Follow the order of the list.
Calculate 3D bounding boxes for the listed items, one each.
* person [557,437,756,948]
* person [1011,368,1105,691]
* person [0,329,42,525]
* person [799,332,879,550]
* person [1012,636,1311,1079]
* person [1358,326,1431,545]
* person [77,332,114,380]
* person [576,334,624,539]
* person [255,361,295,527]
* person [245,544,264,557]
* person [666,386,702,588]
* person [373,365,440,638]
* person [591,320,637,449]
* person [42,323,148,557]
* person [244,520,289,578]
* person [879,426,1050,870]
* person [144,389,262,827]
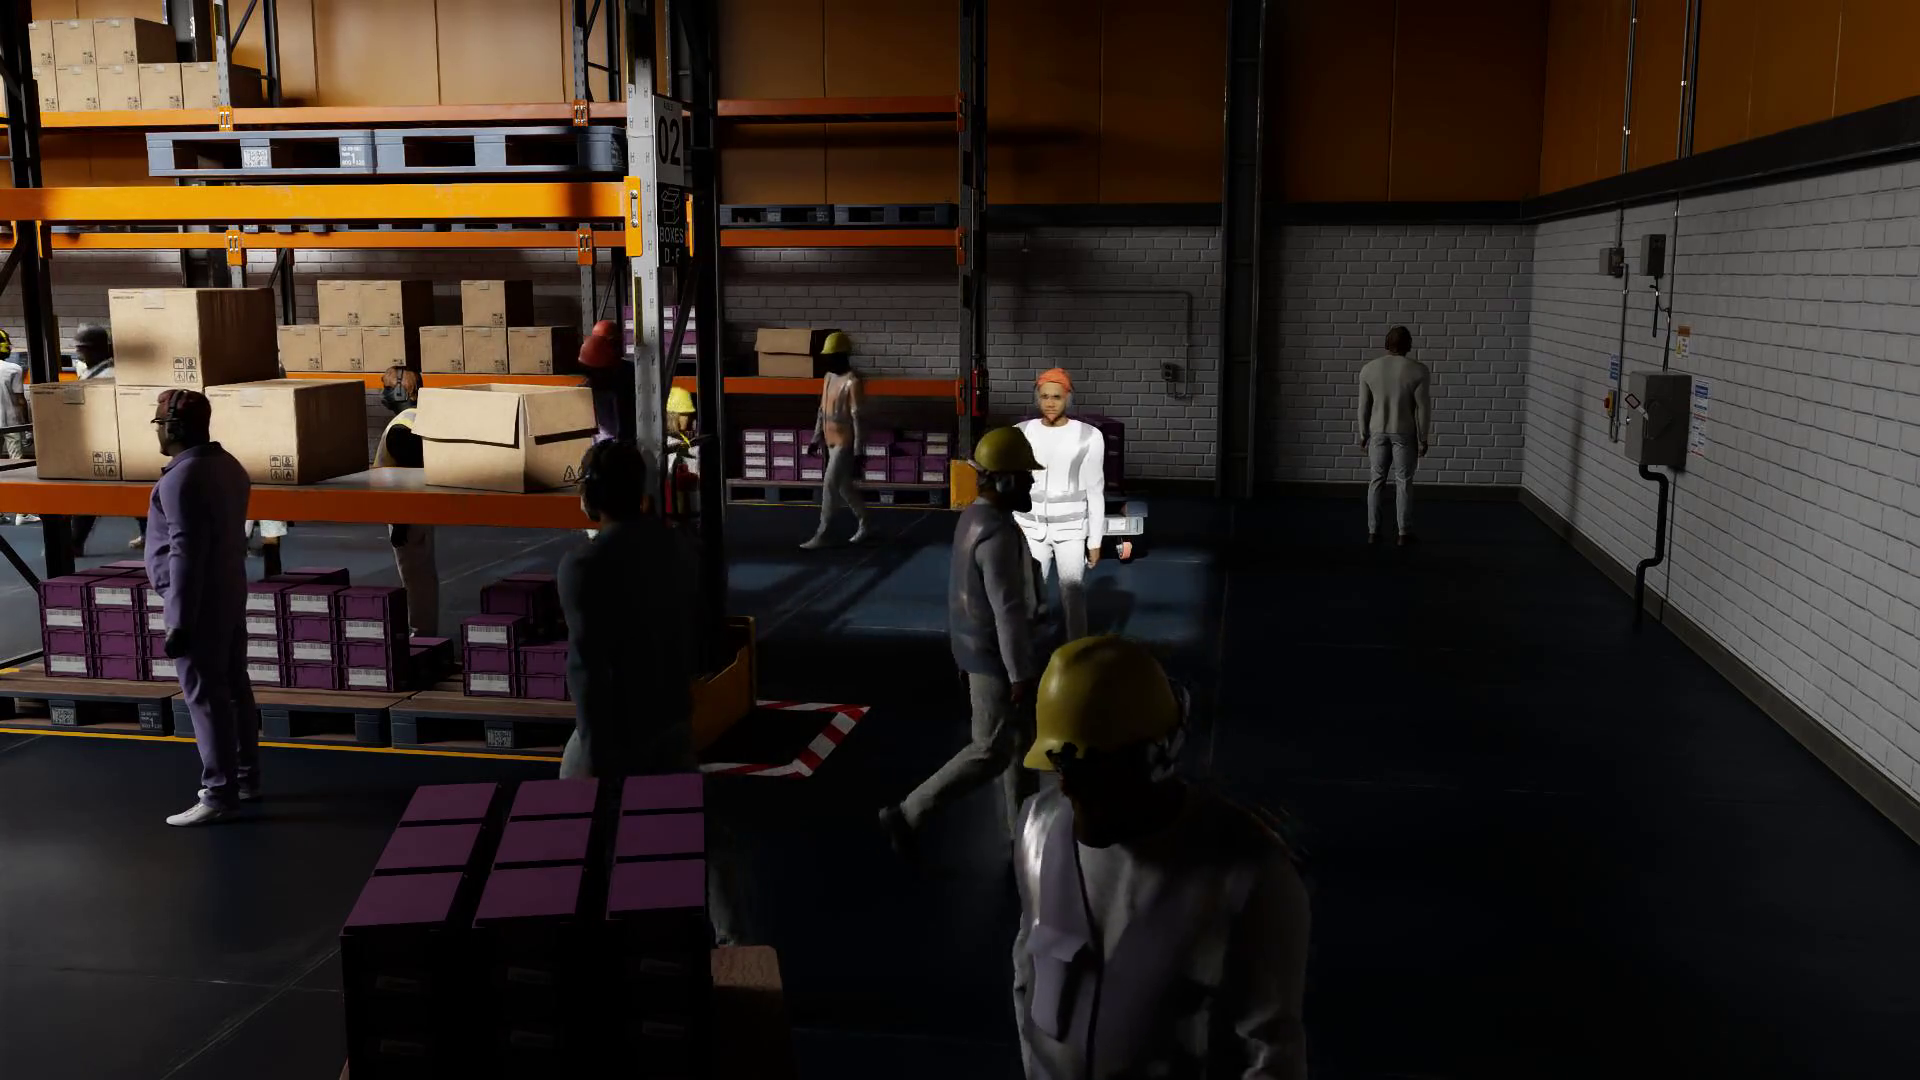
[{"bbox_3d":[-1.055,0.603,5.447,1.045,1.888,0.652,5,11,31],"label":"person"},{"bbox_3d":[0.528,-0.028,9.368,0.579,1.878,0.345,3,10,19],"label":"person"},{"bbox_3d":[-9.103,-1.064,15.832,0.534,1.865,0.309,0,9,-1],"label":"person"},{"bbox_3d":[-1.051,-0.880,14.605,0.846,1.896,0.591,-5,10,-28],"label":"person"},{"bbox_3d":[0.316,1.052,2.906,0.614,1.795,0.516,6,11,33],"label":"person"},{"bbox_3d":[3.836,-0.921,14.712,0.633,1.938,0.356,5,10,29],"label":"person"},{"bbox_3d":[-9.058,-1.339,17.664,0.403,1.824,0.588,8,12,41],"label":"person"},{"bbox_3d":[-2.394,-0.357,10.991,0.624,2.006,0.616,2,9,15],"label":"person"},{"bbox_3d":[-6.520,-1.070,15.639,0.356,1.936,0.551,-9,13,-43],"label":"person"},{"bbox_3d":[-6.262,-0.771,13.984,0.731,1.893,0.397,-3,10,-20],"label":"person"},{"bbox_3d":[-1.772,-0.084,10.179,0.575,1.731,0.490,8,12,40],"label":"person"},{"bbox_3d":[-3.391,-0.149,10.225,0.429,1.844,0.626,-1,9,-8],"label":"person"},{"bbox_3d":[-3.027,-0.909,14.473,0.402,1.990,0.622,5,10,27],"label":"person"},{"bbox_3d":[-7.339,-0.890,14.209,0.986,2.000,0.686,-5,11,-30],"label":"person"},{"bbox_3d":[-4.696,-0.333,11.076,0.551,1.932,0.378,-7,12,-38],"label":"person"},{"bbox_3d":[0.078,0.446,6.647,0.754,1.806,0.590,-1,9,-4],"label":"person"},{"bbox_3d":[-3.335,0.293,7.285,0.403,1.906,0.652,-1,9,-3],"label":"person"}]
